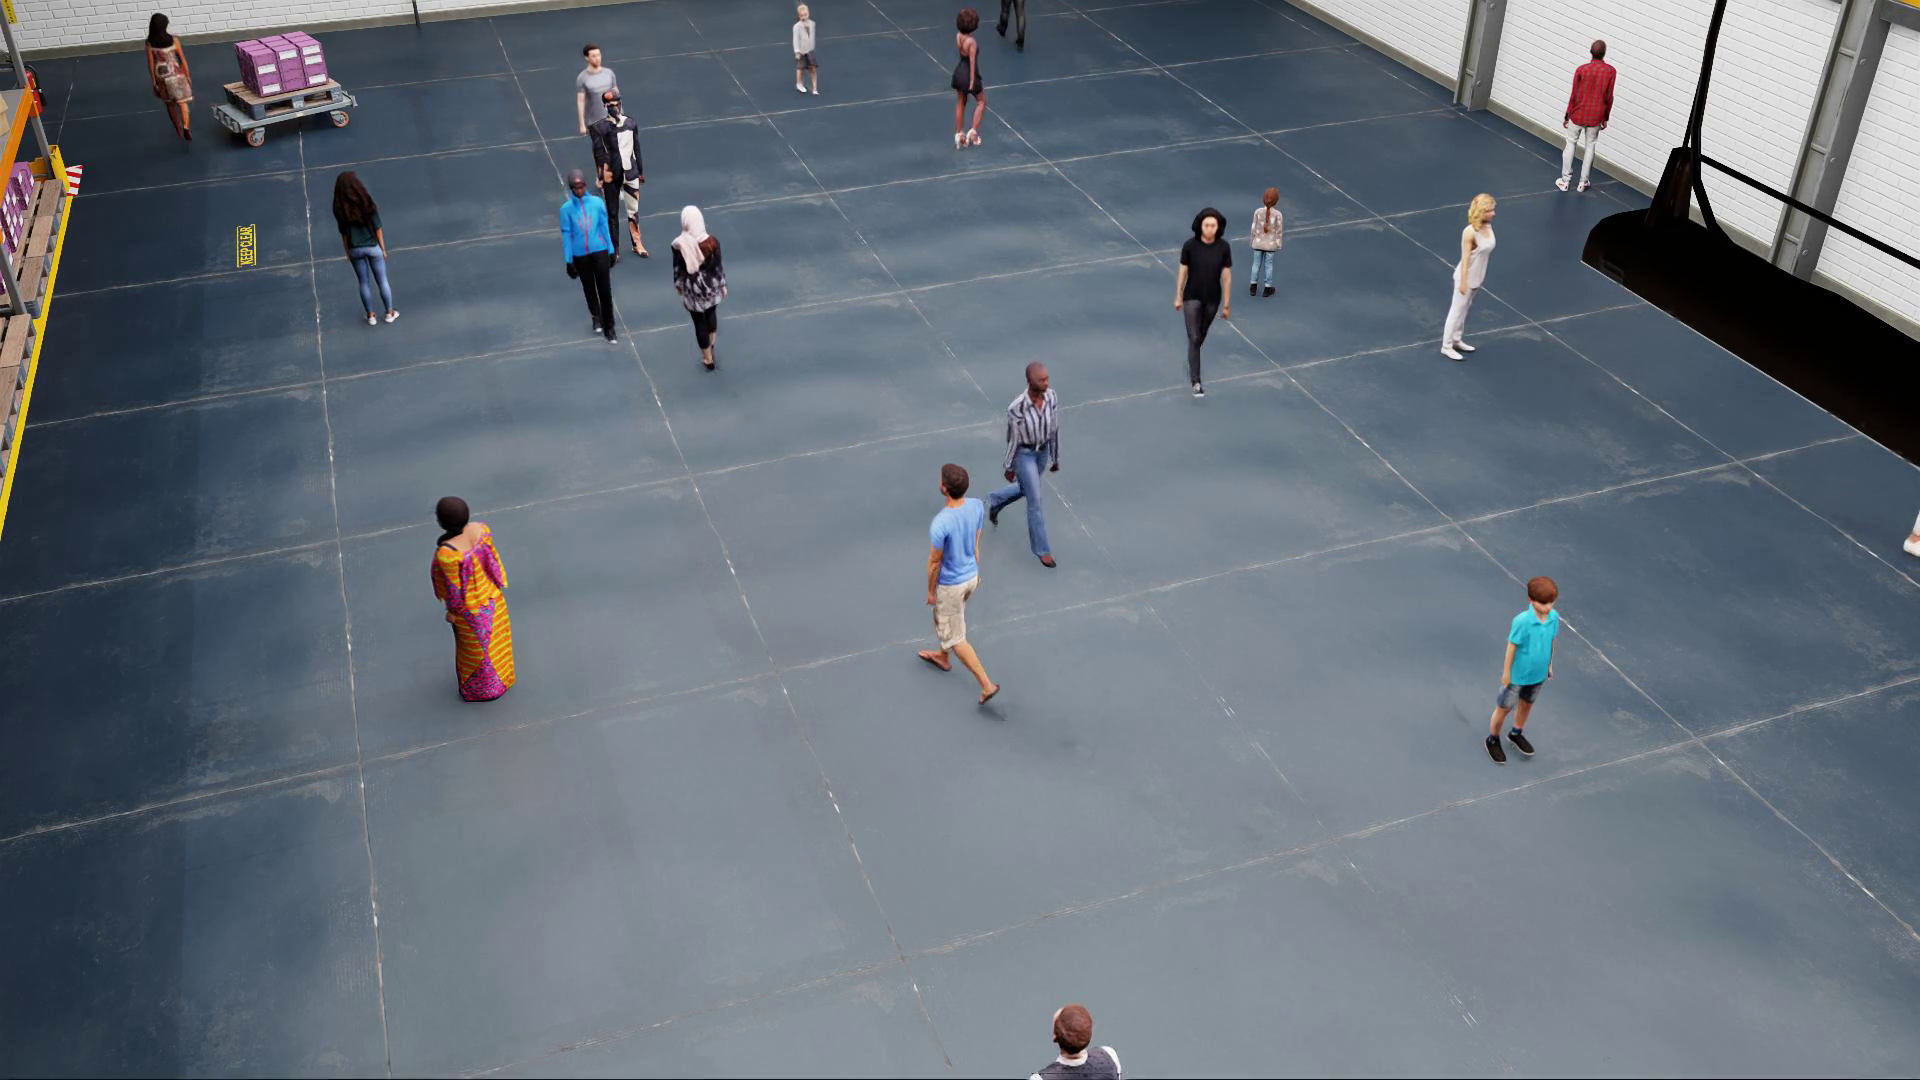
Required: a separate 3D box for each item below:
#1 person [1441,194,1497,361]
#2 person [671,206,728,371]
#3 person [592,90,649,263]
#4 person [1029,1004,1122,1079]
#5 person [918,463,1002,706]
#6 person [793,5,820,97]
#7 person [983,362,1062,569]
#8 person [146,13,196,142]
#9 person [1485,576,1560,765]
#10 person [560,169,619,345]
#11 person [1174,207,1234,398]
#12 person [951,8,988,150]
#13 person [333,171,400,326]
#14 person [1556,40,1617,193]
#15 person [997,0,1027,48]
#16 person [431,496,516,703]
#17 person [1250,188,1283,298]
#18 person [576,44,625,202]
[{"bbox_3d":[5.020,-2.619,16.397,0.688,1.670,0.680,28,42,35],"label":"person"},{"bbox_3d":[-2.499,-2.405,16.130,0.648,1.609,0.863,-10,35,-15],"label":"person"},{"bbox_3d":[-3.746,-4.022,18.306,0.688,1.893,0.593,-13,36,-19],"label":"person"},{"bbox_3d":[0.545,2.938,7.819,0.693,1.912,1.207,-13,36,-19],"label":"person"},{"bbox_3d":[0.023,0.327,11.816,1.239,1.836,0.977,28,42,35],"label":"person"},{"bbox_3d":[-2.167,-6.821,23.099,0.557,1.248,0.844,-18,38,-25],"label":"person"},{"bbox_3d":[0.490,-0.664,13.375,0.920,1.759,1.204,-27,42,-34],"label":"person"},{"bbox_3d":[-10.139,-5.907,21.386,0.660,1.624,0.960,-15,37,-22],"label":"person"},{"bbox_3d":[3.865,0.856,11.369,0.516,1.449,0.479,-11,35,-16],"label":"person"},{"bbox_3d":[-3.732,-2.904,16.739,0.716,1.766,1.007,-8,34,-11],"label":"person"},{"bbox_3d":[2.308,-2.341,15.869,0.922,1.792,1.248,-1,34,-1],"label":"person"},{"bbox_3d":[0.019,-5.829,21.131,0.713,1.775,0.661,-25,41,-32],"label":"person"},{"bbox_3d":[-6.078,-2.975,16.982,0.635,1.615,0.634,-6,34,-8],"label":"person"},{"bbox_3d":[7.542,-5.110,20.012,0.754,1.817,0.759,7,34,11],"label":"person"},{"bbox_3d":[0.833,-8.223,24.750,0.784,1.757,1.167,-8,34,-12],"label":"person"},{"bbox_3d":[-3.516,0.378,11.874,0.840,1.686,0.776,12,36,18],"label":"person"},{"bbox_3d":[3.237,-3.163,17.646,0.558,1.194,0.608,12,35,17],"label":"person"},{"bbox_3d":[-4.304,-5.002,19.839,0.917,1.829,1.230,-24,40,-31],"label":"person"}]
